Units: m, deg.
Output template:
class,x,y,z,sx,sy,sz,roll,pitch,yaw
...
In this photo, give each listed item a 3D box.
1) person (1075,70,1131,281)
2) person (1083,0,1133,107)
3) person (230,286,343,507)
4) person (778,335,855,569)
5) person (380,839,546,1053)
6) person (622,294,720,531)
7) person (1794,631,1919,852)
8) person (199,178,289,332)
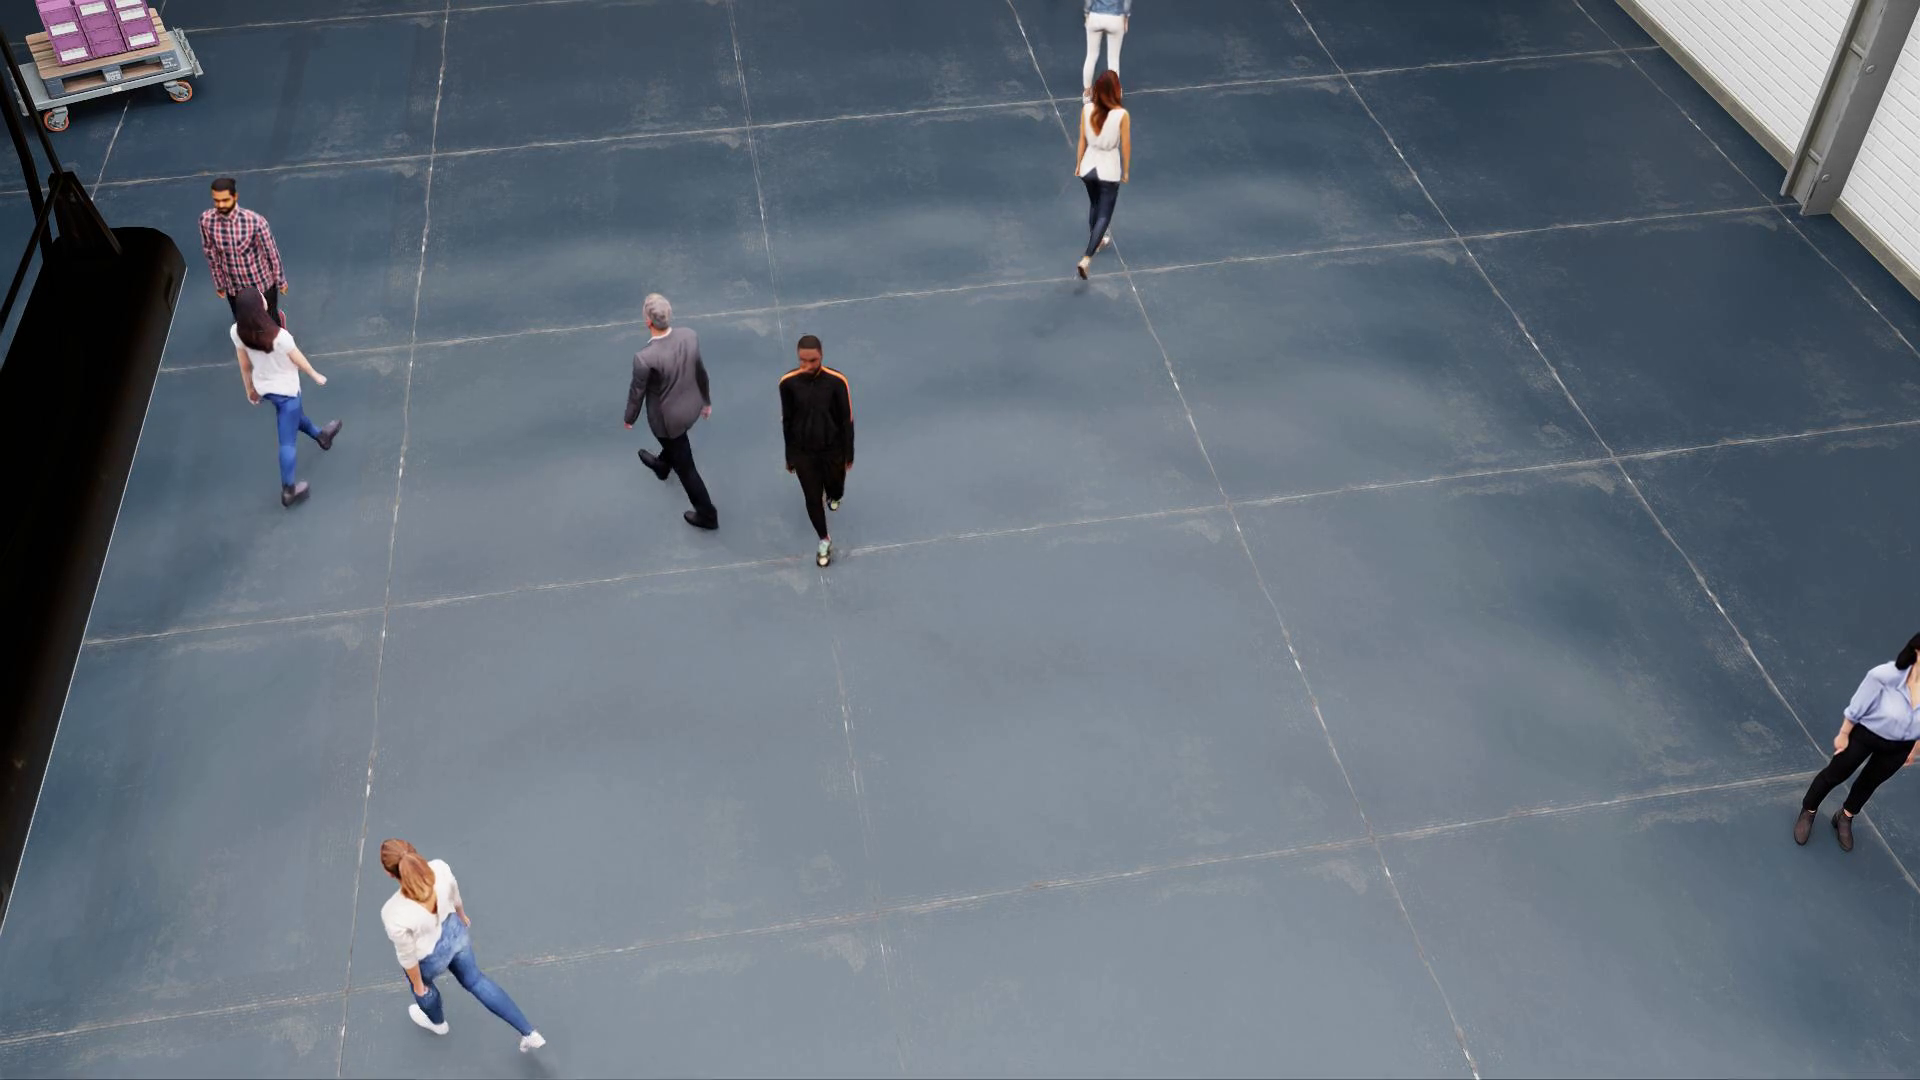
class,x,y,z,sx,sy,sz,roll,pitch,yaw
person,1.127,-2.969,13.656,0.980,1.759,1.113,19,47,19
person,1.378,-4.896,15.725,0.683,1.696,0.675,12,45,12
person,-4.798,-0.962,11.635,0.967,1.642,1.178,15,46,15
person,-0.954,-0.672,11.224,0.704,1.788,0.973,-2,44,-2
person,-2.563,2.099,8.385,1.093,1.693,1.105,20,47,20
person,-1.901,-0.825,11.380,1.270,1.795,1.206,26,49,24
person,5.179,1.122,9.373,0.715,1.744,0.686,8,44,8
person,-5.384,-1.997,12.649,0.825,1.741,1.042,1,44,1
